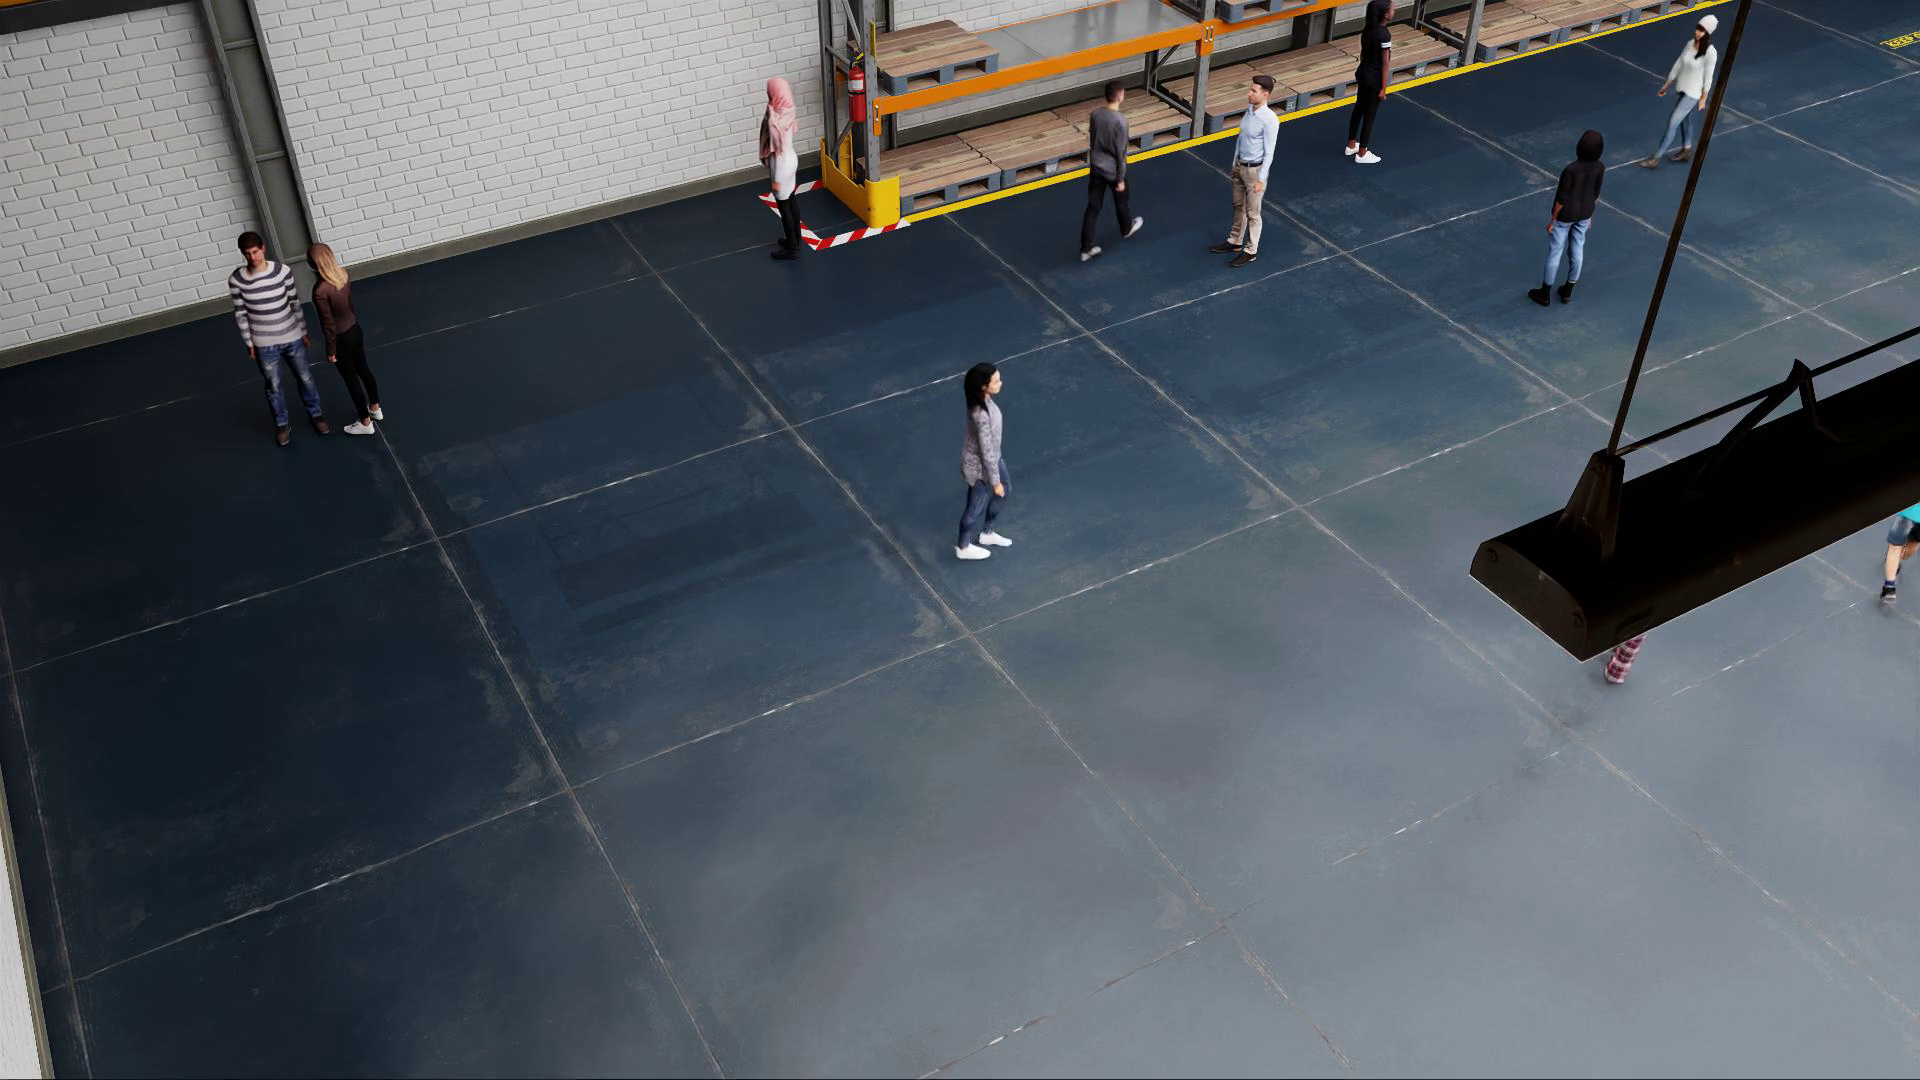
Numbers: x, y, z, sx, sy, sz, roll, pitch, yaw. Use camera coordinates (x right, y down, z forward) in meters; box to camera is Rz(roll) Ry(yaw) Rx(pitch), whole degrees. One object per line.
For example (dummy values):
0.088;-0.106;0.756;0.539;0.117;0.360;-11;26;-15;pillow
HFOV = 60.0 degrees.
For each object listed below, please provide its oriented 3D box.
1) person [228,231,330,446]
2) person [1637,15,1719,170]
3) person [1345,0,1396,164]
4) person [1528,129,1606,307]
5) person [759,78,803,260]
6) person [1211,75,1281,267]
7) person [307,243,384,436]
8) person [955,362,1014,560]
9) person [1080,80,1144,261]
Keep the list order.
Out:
-5.485;-1.647;13.344;0.497;1.854;0.725;-16;41;-19;person
7.652;-4.670;17.320;1.030;1.616;0.753;-9;39;-11;person
4.316;-4.826;17.425;0.610;1.729;0.655;-12;40;-14;person
5.539;-2.914;15.053;0.582;1.701;0.700;-6;39;-8;person
-1.667;-3.508;15.715;0.785;1.803;0.724;10;40;12;person
2.740;-3.497;15.665;0.612;1.848;0.647;-17;42;-20;person
-4.973;-1.635;13.448;0.706;1.705;0.673;5;39;7;person
0.067;-0.544;12.074;0.817;1.715;0.770;1;39;1;person
1.344;-3.449;15.711;0.881;1.715;1.187;27;46;30;person
